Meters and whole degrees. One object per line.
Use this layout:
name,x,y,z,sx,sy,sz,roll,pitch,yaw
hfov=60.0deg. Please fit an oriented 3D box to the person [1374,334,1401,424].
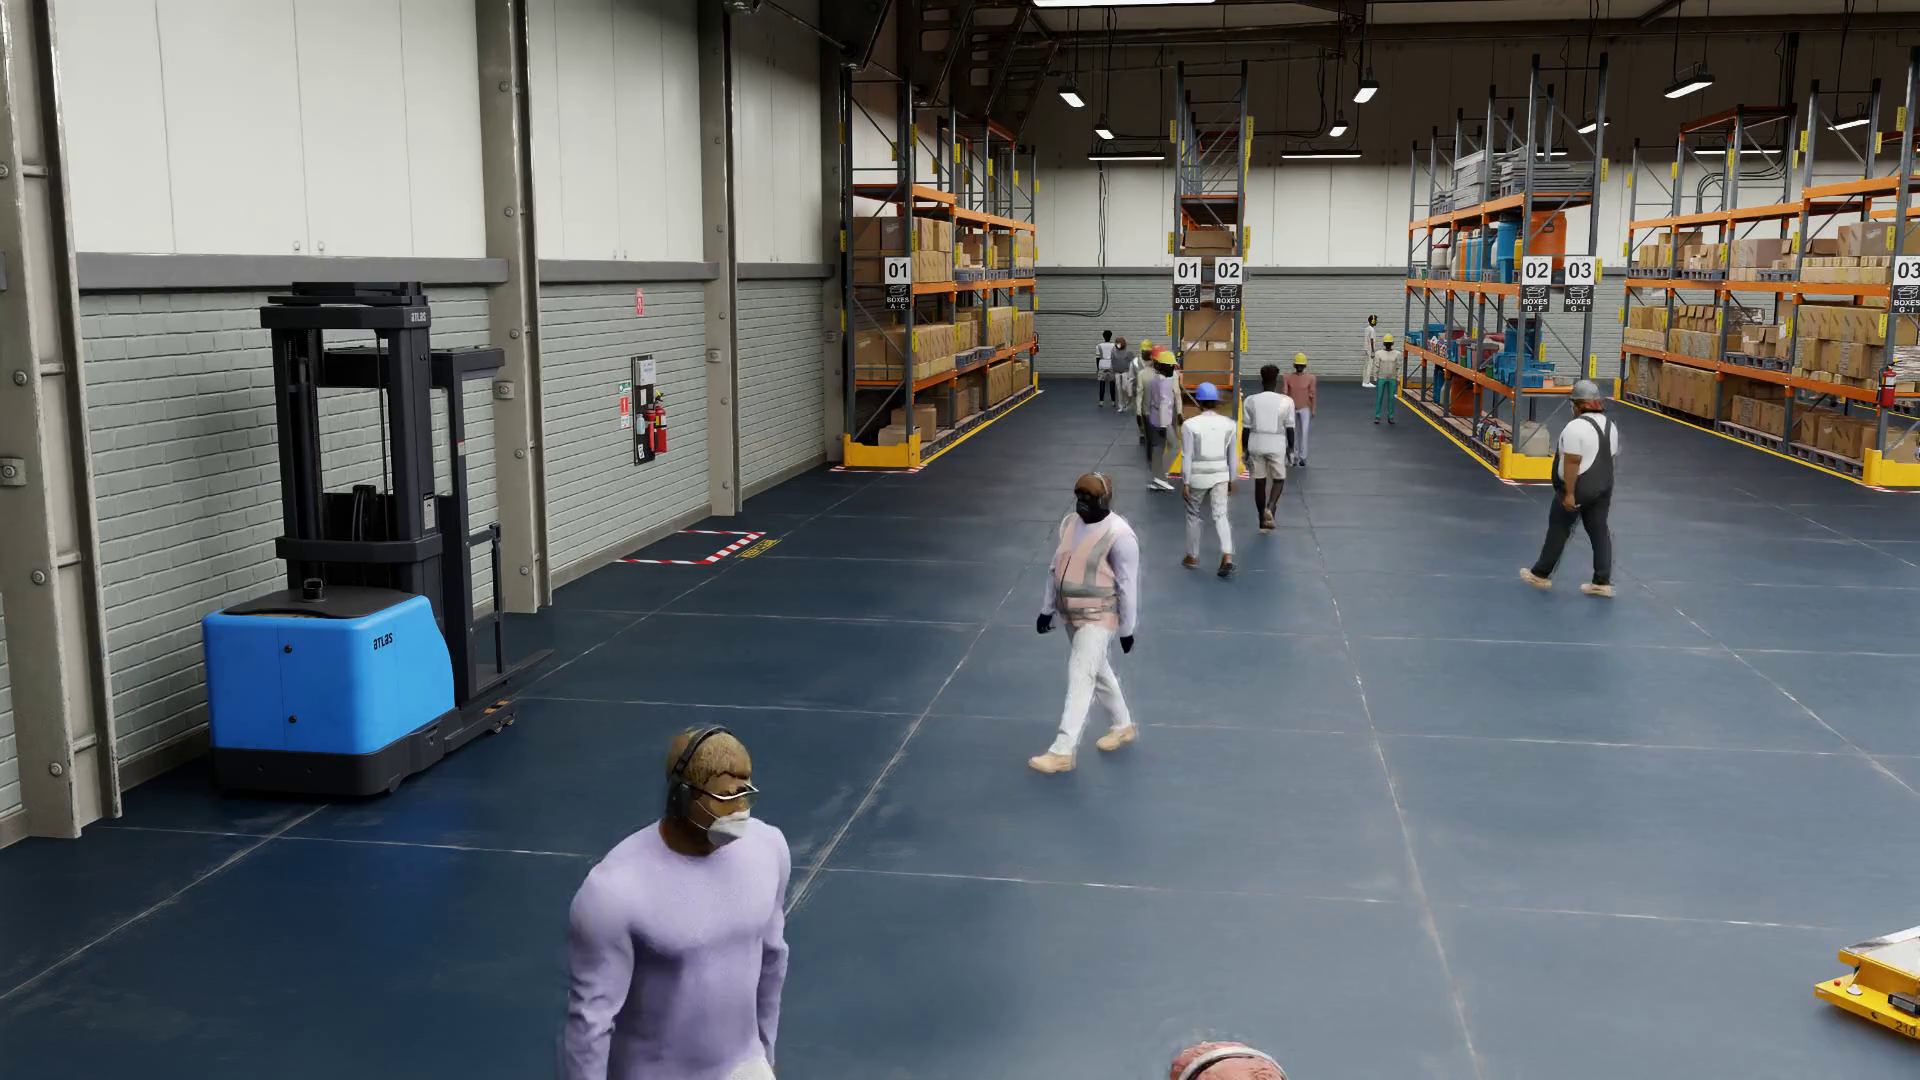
person,8.441,-3.186,32.859,0.533,1.767,0.327,1,9,5

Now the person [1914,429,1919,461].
person,11.833,-1.128,20.051,0.988,1.801,0.538,-9,13,-44

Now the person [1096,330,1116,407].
person,3.273,-3.810,36.922,0.533,1.698,0.318,1,9,4

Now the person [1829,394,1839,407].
person,19.392,-3.872,36.706,0.571,1.884,0.972,3,10,16

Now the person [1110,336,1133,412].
person,3.427,-3.525,35.401,0.520,1.612,0.420,5,11,29

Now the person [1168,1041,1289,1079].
person,0.382,1.676,2.595,0.642,1.853,1.007,-1,9,-8

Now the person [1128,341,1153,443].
person,3.217,-2.550,28.855,0.621,1.786,0.897,1,9,5

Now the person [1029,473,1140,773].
person,0.788,0.474,10.212,0.926,1.804,0.630,-5,11,-30

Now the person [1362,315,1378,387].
person,10.656,-4.901,43.156,0.315,1.860,0.508,-1,9,-4

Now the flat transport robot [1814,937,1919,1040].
flat transport robot,4.300,1.792,6.886,1.431,0.197,0.652,-5,10,-27

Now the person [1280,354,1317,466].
person,5.187,-1.987,25.571,0.538,1.734,0.832,3,10,18

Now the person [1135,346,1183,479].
person,2.858,-1.813,23.863,0.637,1.924,1.039,0,9,-2

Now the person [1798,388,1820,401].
person,19.757,-4.199,38.424,0.975,1.984,0.621,-8,12,-40

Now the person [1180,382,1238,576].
person,2.502,-0.613,16.561,0.629,1.918,0.953,-2,9,-13

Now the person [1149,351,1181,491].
person,2.815,-1.622,22.753,0.476,1.909,0.628,-1,9,-4

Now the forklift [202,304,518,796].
forklift,-3.673,-0.038,10.147,1.129,2.768,1.873,1,9,9

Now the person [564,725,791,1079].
person,-0.679,1.393,4.233,0.674,1.897,0.853,-7,12,-38

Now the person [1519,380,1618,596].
person,5.766,-0.507,15.621,0.701,2.000,0.955,-5,11,-30

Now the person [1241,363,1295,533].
person,3.521,-1.042,19.054,0.631,1.952,0.498,3,10,17
